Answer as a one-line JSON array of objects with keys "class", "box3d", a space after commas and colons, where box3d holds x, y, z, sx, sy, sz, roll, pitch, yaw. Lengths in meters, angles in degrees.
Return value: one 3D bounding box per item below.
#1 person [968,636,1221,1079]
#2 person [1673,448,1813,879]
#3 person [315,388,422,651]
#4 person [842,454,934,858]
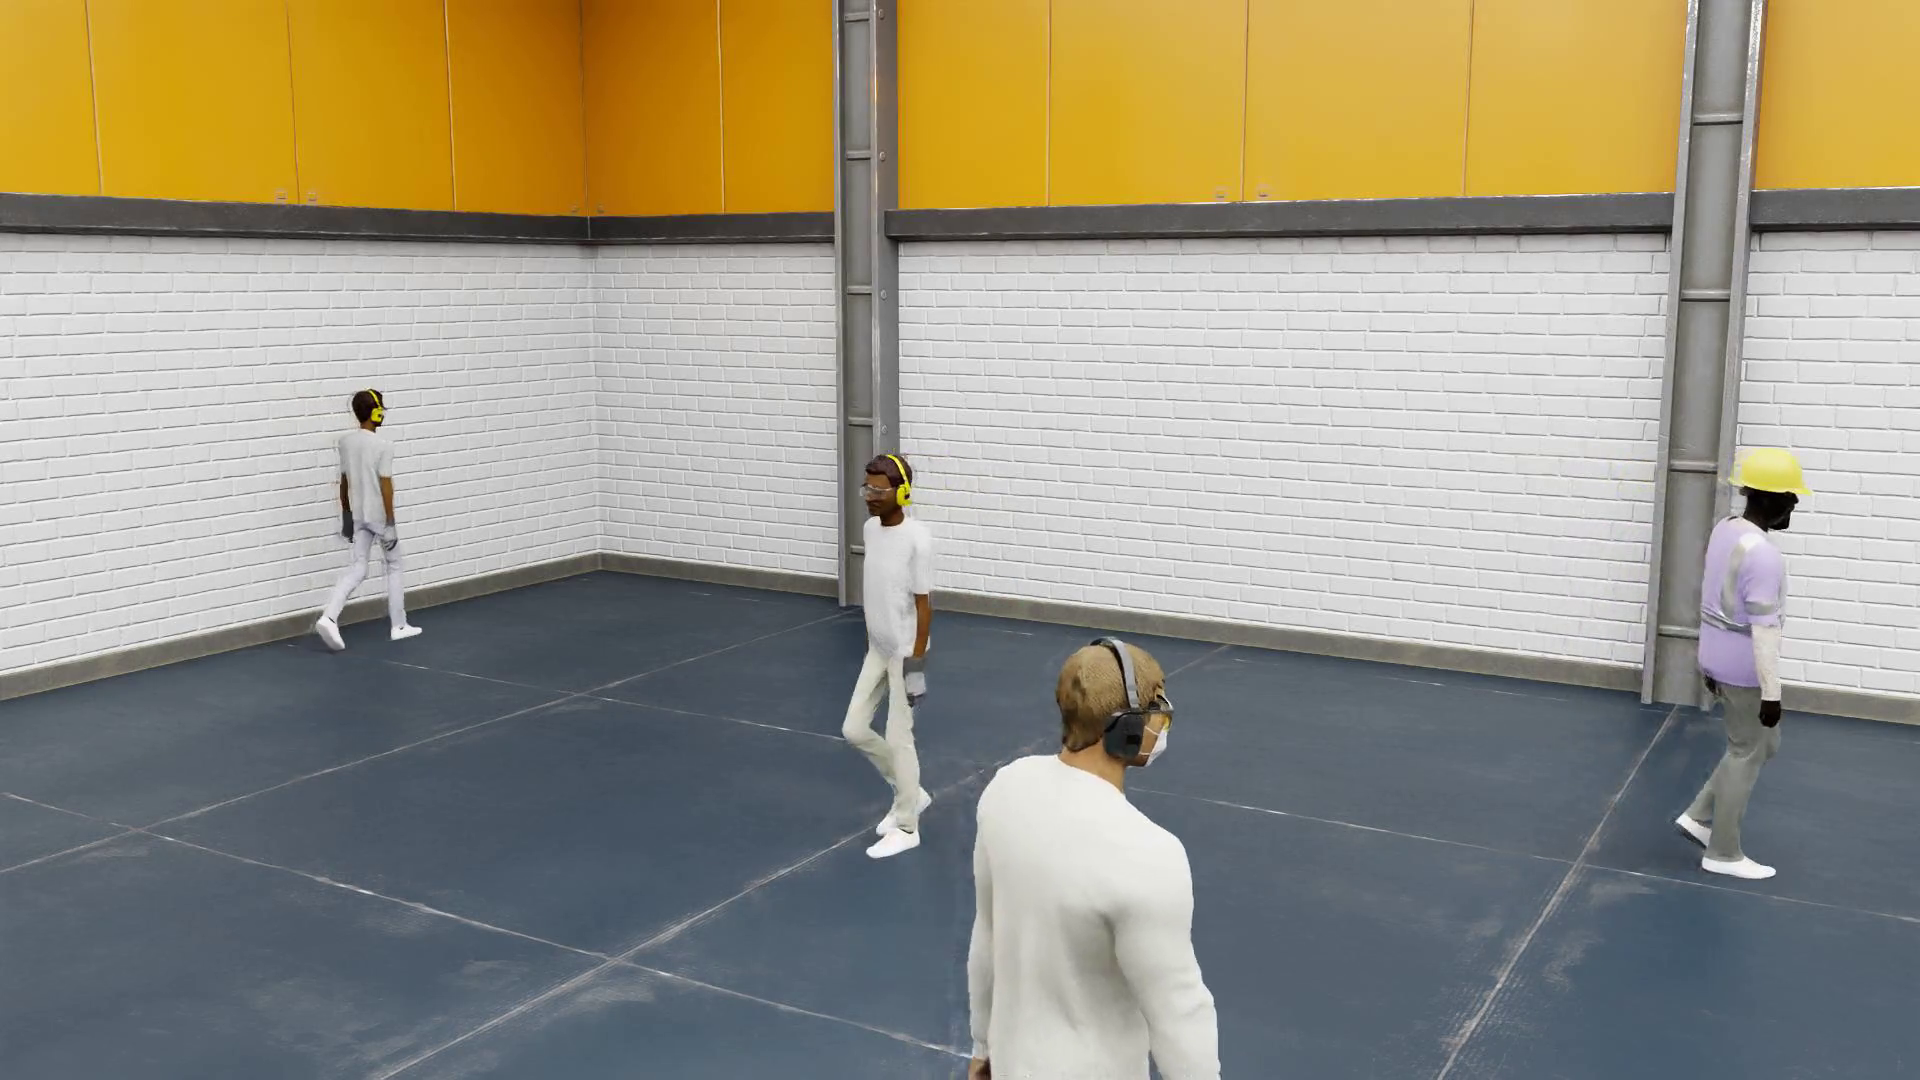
[{"class": "person", "box3d": [0.377, 1.137, 3.546, 0.949, 1.897, 0.663, -4, 10, -25]}, {"class": "person", "box3d": [3.443, 0.545, 7.234, 0.427, 1.904, 0.612, 1, 9, 8]}, {"class": "person", "box3d": [-4.220, -0.149, 11.780, 0.521, 1.847, 0.841, 4, 10, 24]}, {"class": "person", "box3d": [-0.323, 0.527, 7.540, 0.376, 1.850, 0.556, -7, 11, -36]}]
